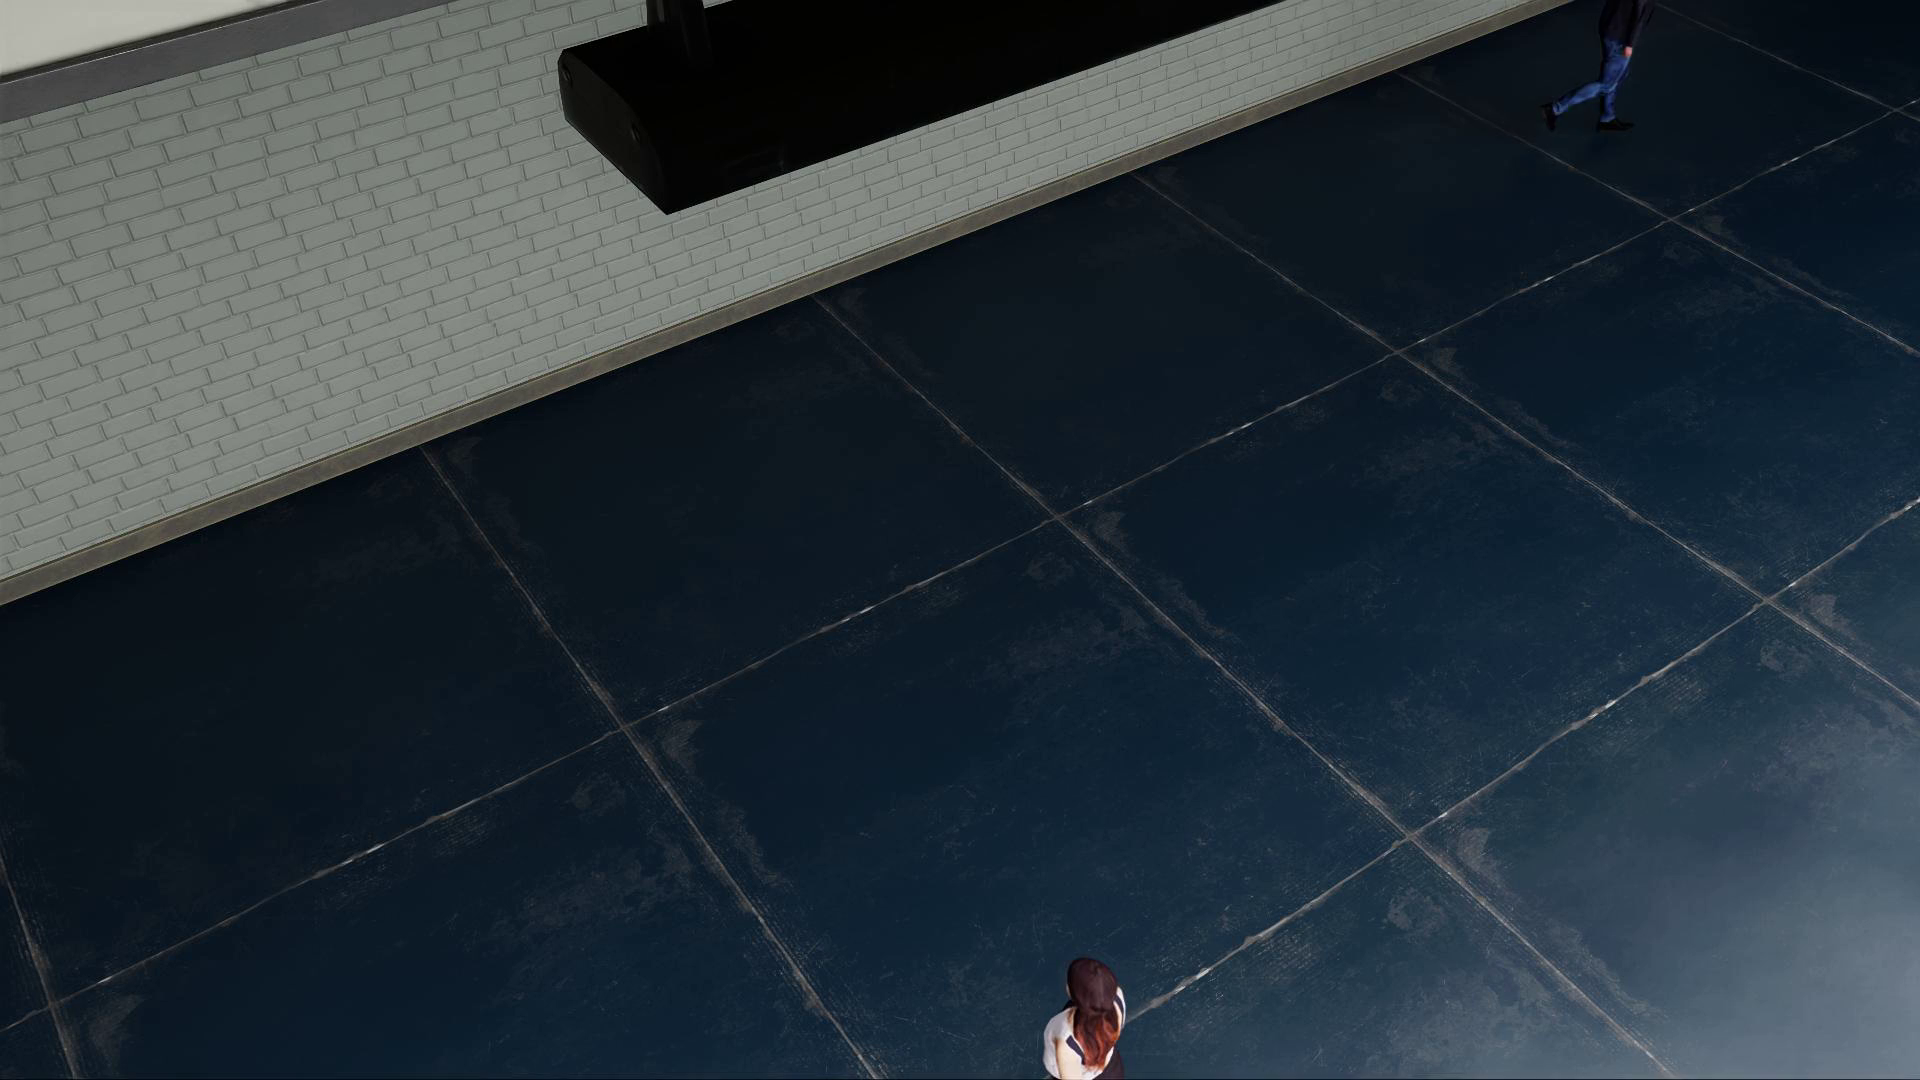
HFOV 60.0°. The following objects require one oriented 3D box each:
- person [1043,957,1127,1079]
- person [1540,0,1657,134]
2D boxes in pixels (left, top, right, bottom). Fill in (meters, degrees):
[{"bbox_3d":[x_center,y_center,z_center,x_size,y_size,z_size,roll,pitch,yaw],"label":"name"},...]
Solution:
[{"bbox_3d":[0.504,2.187,6.690,0.605,1.648,0.610,26,49,25],"label":"person"},{"bbox_3d":[5.143,-4.030,13.194,1.139,1.859,1.177,-2,43,-2],"label":"person"}]
